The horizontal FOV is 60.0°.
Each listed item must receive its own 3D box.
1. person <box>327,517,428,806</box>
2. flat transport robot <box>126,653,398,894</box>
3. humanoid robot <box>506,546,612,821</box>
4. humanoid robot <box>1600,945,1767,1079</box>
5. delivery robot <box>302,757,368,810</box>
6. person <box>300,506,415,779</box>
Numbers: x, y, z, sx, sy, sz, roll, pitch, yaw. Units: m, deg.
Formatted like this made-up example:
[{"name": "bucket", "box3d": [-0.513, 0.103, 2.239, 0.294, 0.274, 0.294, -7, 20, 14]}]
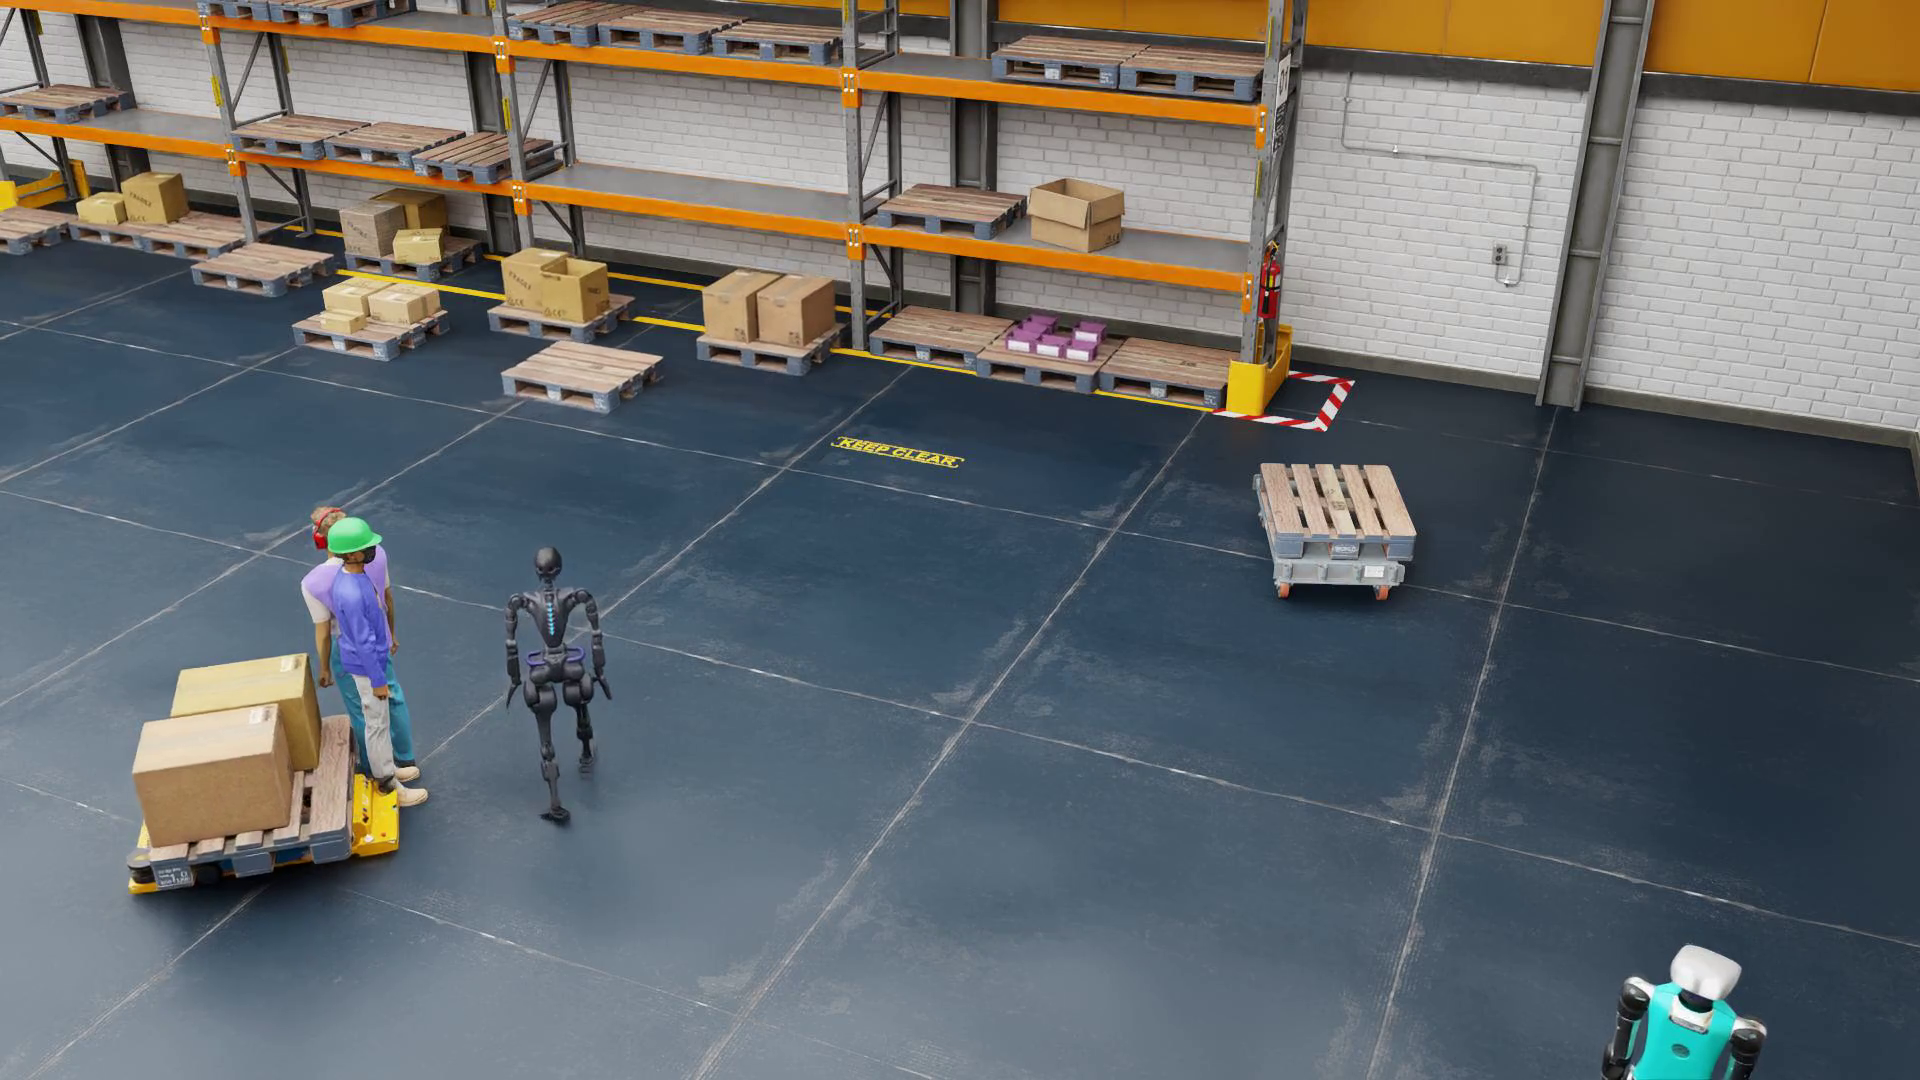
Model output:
[{"name": "person", "box3d": [-3.460, 0.717, 9.795, 0.343, 1.874, 0.458, -12, 29, -21]}, {"name": "flat transport robot", "box3d": [-4.027, 1.676, 9.683, 1.431, 0.231, 0.659, -8, 28, -15]}, {"name": "humanoid robot", "box3d": [-2.406, 0.802, 9.892, 0.614, 1.615, 0.794, -7, 28, -14]}, {"name": "humanoid robot", "box3d": [2.926, 2.293, 6.850, 0.536, 1.764, 0.699, 16, 31, 28]}, {"name": "delivery robot", "box3d": [-3.964, 1.416, 9.892, 0.792, 0.611, 0.499, 5, 28, 9]}, {"name": "person", "box3d": [-3.585, 0.660, 9.935, 0.393, 1.842, 0.562, 16, 32, 29]}]
